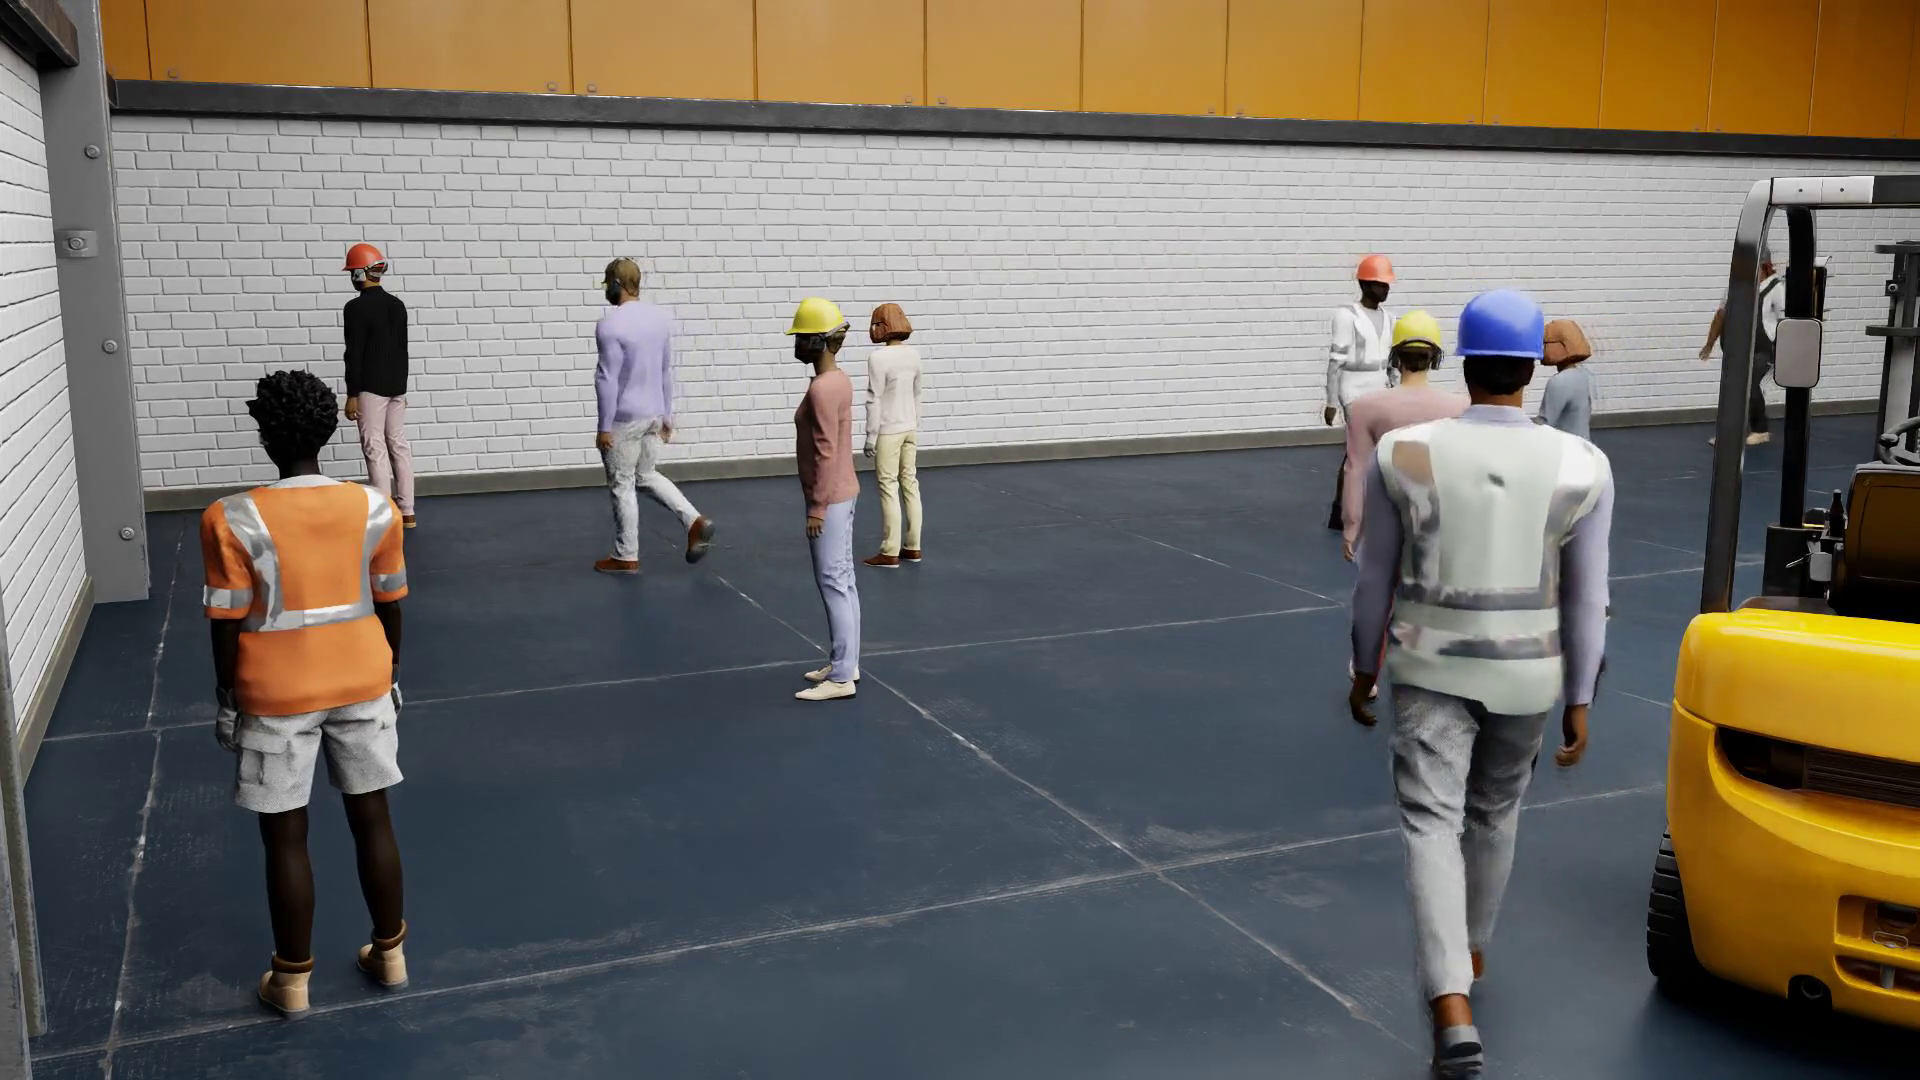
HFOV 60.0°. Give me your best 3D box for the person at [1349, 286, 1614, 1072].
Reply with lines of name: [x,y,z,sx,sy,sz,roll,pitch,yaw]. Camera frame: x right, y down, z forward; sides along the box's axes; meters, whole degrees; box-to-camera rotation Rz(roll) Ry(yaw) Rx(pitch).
person: [1.287,0.331,4.145,0.603,1.915,0.958,2,10,9]

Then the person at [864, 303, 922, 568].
person: [-0.413,-0.647,10.308,0.270,1.627,0.502,7,12,33]

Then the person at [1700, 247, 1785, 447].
person: [7.642,-1.901,16.077,1.050,2.000,0.685,-4,11,-23]

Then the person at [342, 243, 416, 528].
person: [-4.027,-1.036,11.467,0.402,1.988,0.613,3,11,15]

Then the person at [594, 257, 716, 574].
person: [-1.881,-0.721,9.938,0.678,1.920,0.633,4,11,22]

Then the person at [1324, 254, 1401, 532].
person: [2.832,-0.957,11.234,0.576,1.904,0.860,-8,13,-37]

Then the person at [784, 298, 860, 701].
person: [-0.606,-0.176,7.328,0.319,1.767,0.534,1,10,4]

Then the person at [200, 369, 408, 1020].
person: [-1.690,0.401,4.364,0.530,1.689,0.322,-10,14,-44]

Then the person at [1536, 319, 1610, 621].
person: [3.141,-0.376,8.917,0.830,1.590,0.507,6,12,30]

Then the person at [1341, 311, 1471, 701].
person: [1.847,-0.076,6.884,0.554,1.717,0.891,1,10,7]

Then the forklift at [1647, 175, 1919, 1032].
forklift: [2.810,0.094,4.662,1.214,2.155,2.313,7,12,34]
